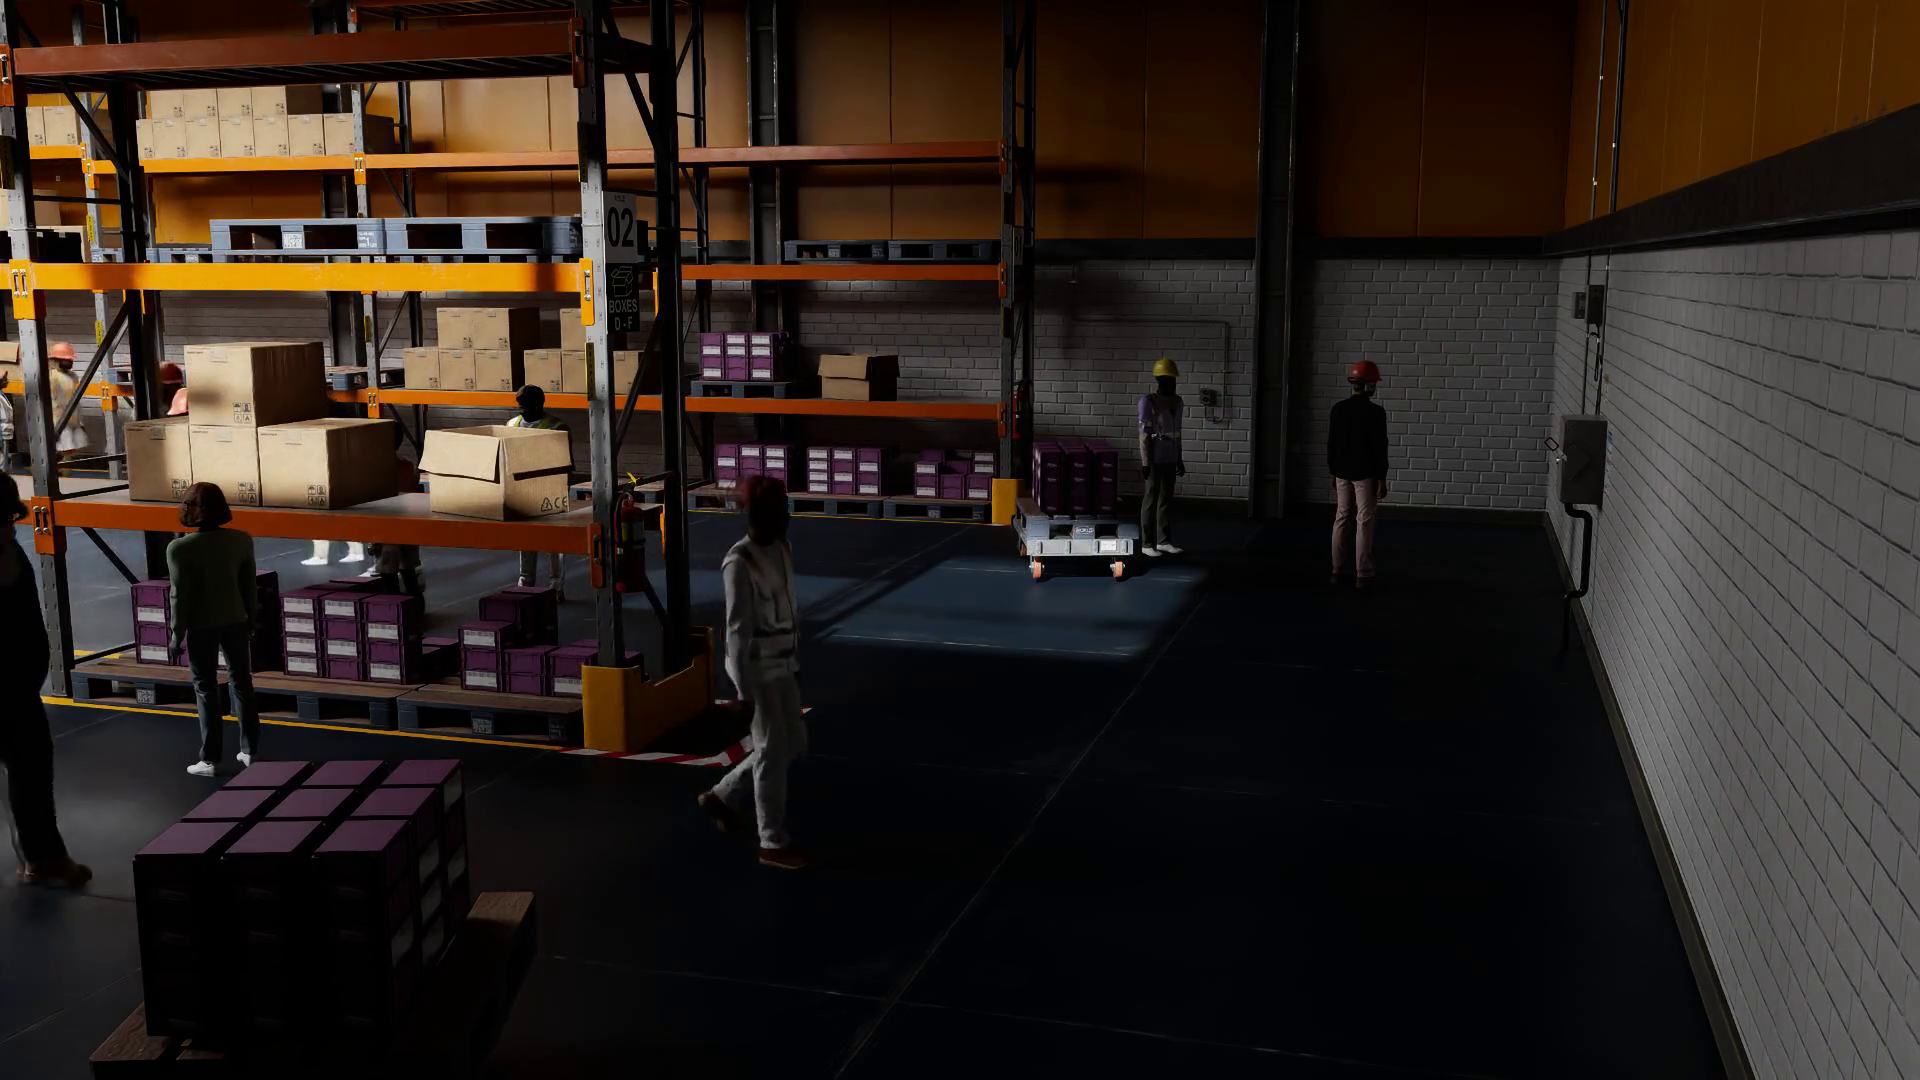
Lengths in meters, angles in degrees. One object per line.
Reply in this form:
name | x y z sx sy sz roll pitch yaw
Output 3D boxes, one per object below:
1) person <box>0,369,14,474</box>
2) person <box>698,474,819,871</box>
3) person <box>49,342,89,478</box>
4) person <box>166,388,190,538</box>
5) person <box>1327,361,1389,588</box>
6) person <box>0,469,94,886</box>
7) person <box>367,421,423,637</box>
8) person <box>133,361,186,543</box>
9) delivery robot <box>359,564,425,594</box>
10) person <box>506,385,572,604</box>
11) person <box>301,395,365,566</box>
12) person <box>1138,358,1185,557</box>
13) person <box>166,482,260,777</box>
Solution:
person | -11.161 -1.171 19.343 0.310 1.636 0.522 -4 10 -23
person | -0.949 0.614 7.768 0.551 1.868 0.594 3 10 16
person | -10.730 -1.406 19.897 0.538 1.922 0.574 1 9 5
person | -5.572 -0.151 12.212 0.552 1.934 0.373 5 11 30
person | 3.520 -0.580 14.649 0.389 1.992 0.625 -7 12 -36
person | -4.291 0.607 7.274 0.830 2.000 0.715 1 9 4
person | -4.183 -0.041 12.270 0.315 1.695 0.541 3 10 17
person | -6.970 -0.587 14.700 1.016 2.004 0.627 6 11 33
delivery robot | -4.513 0.338 13.151 0.477 0.478 0.707 1 9 4
person | -3.540 -0.374 13.865 0.634 1.841 0.429 3 10 19
person | -5.949 -0.558 15.707 0.472 1.621 0.526 1 9 6
person | 1.979 -0.805 16.218 0.587 1.930 0.363 -9 13 -42
person | -4.130 0.490 9.218 0.273 1.636 0.507 7 12 36
